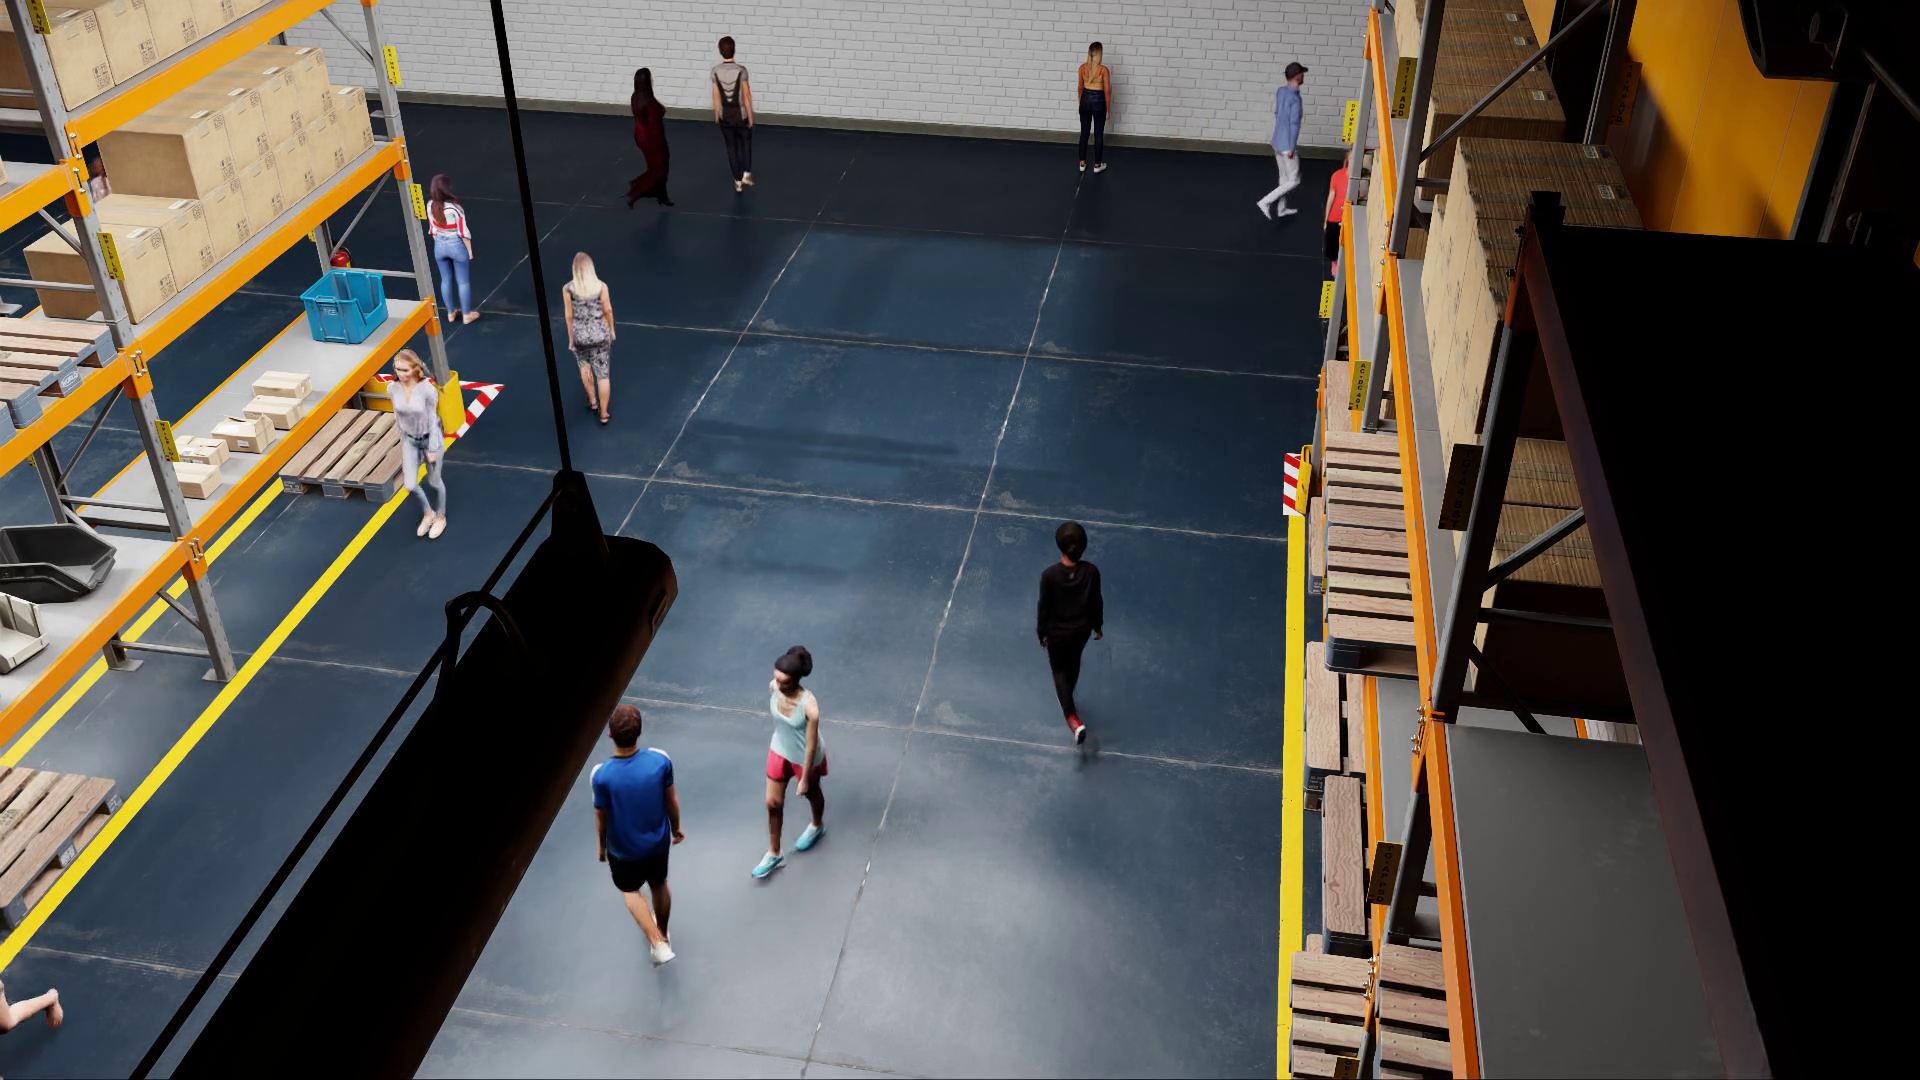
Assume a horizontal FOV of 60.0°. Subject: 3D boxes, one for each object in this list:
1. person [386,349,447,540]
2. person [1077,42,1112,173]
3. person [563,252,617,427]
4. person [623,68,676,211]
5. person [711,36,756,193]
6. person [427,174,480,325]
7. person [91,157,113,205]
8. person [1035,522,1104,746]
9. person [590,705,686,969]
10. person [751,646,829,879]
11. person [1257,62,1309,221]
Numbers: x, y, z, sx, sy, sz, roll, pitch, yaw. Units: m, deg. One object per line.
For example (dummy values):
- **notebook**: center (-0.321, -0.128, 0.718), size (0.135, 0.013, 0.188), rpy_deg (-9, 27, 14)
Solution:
- **person**: center (-4.419, -0.836, 13.830), size (0.591, 1.778, 0.575), rpy_deg (7, 34, 10)
- **person**: center (1.670, -5.446, 20.902), size (0.620, 1.628, 0.569), rpy_deg (13, 36, 18)
- **person**: center (-3.411, -1.812, 15.383), size (0.697, 1.684, 0.757), rpy_deg (-6, 34, -9)
- **person**: center (-3.715, -4.666, 19.629), size (1.040, 1.737, 0.993), rpy_deg (-20, 38, -27)
- **person**: center (-2.757, -5.120, 20.185), size (0.703, 1.878, 0.724), rpy_deg (-1, 34, -2)
- **person**: center (-5.292, -3.020, 17.267), size (0.583, 1.611, 0.486), rpy_deg (6, 34, 9)
- **person**: center (-9.529, -3.702, 18.681), size (0.669, 1.181, 0.864), rpy_deg (-7, 34, -10)
- **person**: center (0.783, 0.687, 11.661), size (0.904, 1.644, 1.126), rpy_deg (-7, 34, -10)
- **person**: center (-1.868, 1.812, 9.787), size (0.964, 1.845, 1.037), rpy_deg (-17, 37, -24)
- **person**: center (-0.980, 1.338, 10.592), size (0.838, 1.743, 1.003), rpy_deg (22, 40, 30)
- **person**: center (3.761, -4.635, 19.462), size (0.949, 1.870, 0.939), rpy_deg (-12, 35, -17)
